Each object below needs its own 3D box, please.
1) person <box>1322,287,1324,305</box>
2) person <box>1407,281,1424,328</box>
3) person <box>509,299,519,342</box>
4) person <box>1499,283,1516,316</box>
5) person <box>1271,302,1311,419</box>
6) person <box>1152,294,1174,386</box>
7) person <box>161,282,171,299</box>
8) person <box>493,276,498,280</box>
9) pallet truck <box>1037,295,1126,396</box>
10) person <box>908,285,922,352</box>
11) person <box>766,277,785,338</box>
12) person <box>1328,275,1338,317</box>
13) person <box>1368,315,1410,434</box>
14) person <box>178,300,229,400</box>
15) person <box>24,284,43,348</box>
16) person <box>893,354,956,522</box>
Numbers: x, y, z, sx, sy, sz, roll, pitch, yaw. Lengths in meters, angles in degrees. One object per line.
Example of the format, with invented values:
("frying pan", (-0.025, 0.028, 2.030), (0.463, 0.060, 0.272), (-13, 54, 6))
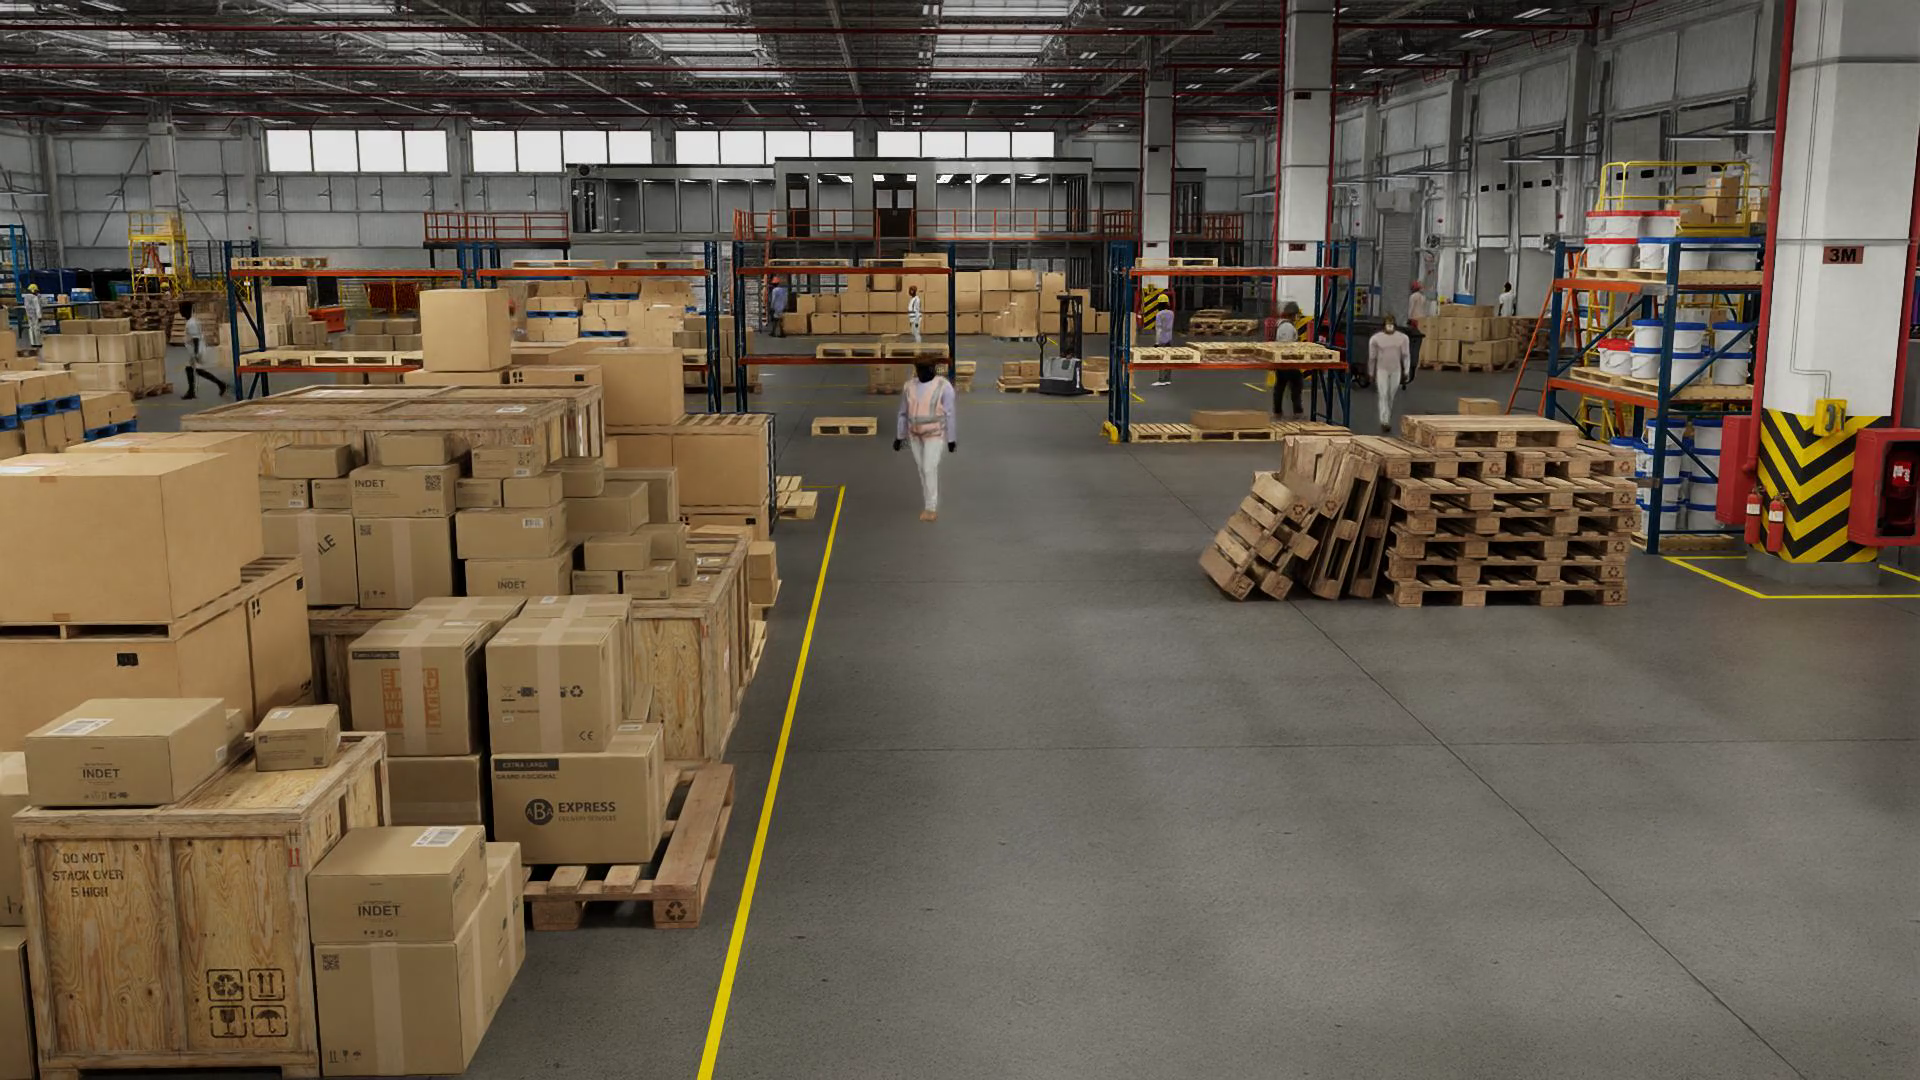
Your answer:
("person", (12.178, -8.016, 56.272), (0.633, 1.935, 0.620), (-1, 10, -5))
("person", (12.259, -5.956, 44.702), (0.628, 1.969, 0.516), (-10, 14, -43))
("person", (-8.790, -3.790, 32.776), (0.577, 1.911, 0.752), (6, 12, 30))
("person", (15.640, -6.420, 47.584), (0.509, 1.865, 0.329), (-1, 10, -4))
("person", (5.731, -3.083, 28.494), (0.788, 2.000, 0.699), (-1, 10, -4))
("person", (4.283, -4.216, 35.123), (0.371, 1.927, 0.588), (8, 13, 36))
("person", (-25.465, -7.411, 53.437), (0.294, 1.744, 0.487), (-5, 11, -25))
("person", (-16.369, -8.402, 58.720), (0.970, 1.835, 0.591), (-3, 11, -19))
("pallet truck", (2.483, -3.881, 33.060), (1.885, 1.965, 0.823), (-7, 13, -36))
("person", (-1.202, -5.839, 44.326), (0.353, 1.877, 0.573), (-3, 11, -19))
("person", (-5.887, -7.346, 52.610), (0.860, 1.904, 0.577), (5, 11, 24))
("person", (14.986, -9.915, 67.261), (0.621, 1.795, 1.003), (-4, 11, -21))
("person", (6.852, -2.653, 26.600), (0.631, 1.878, 1.072), (0, 10, 1))
("person", (-14.613, -3.650, 31.977), (0.801, 1.932, 0.650), (-6, 12, -30))
("person", (-26.443, -6.392, 47.540), (0.586, 1.823, 0.403), (6, 12, 31))
("person", (-0.406, -1.103, 18.095), (0.640, 1.822, 0.696), (7, 12, 34))
